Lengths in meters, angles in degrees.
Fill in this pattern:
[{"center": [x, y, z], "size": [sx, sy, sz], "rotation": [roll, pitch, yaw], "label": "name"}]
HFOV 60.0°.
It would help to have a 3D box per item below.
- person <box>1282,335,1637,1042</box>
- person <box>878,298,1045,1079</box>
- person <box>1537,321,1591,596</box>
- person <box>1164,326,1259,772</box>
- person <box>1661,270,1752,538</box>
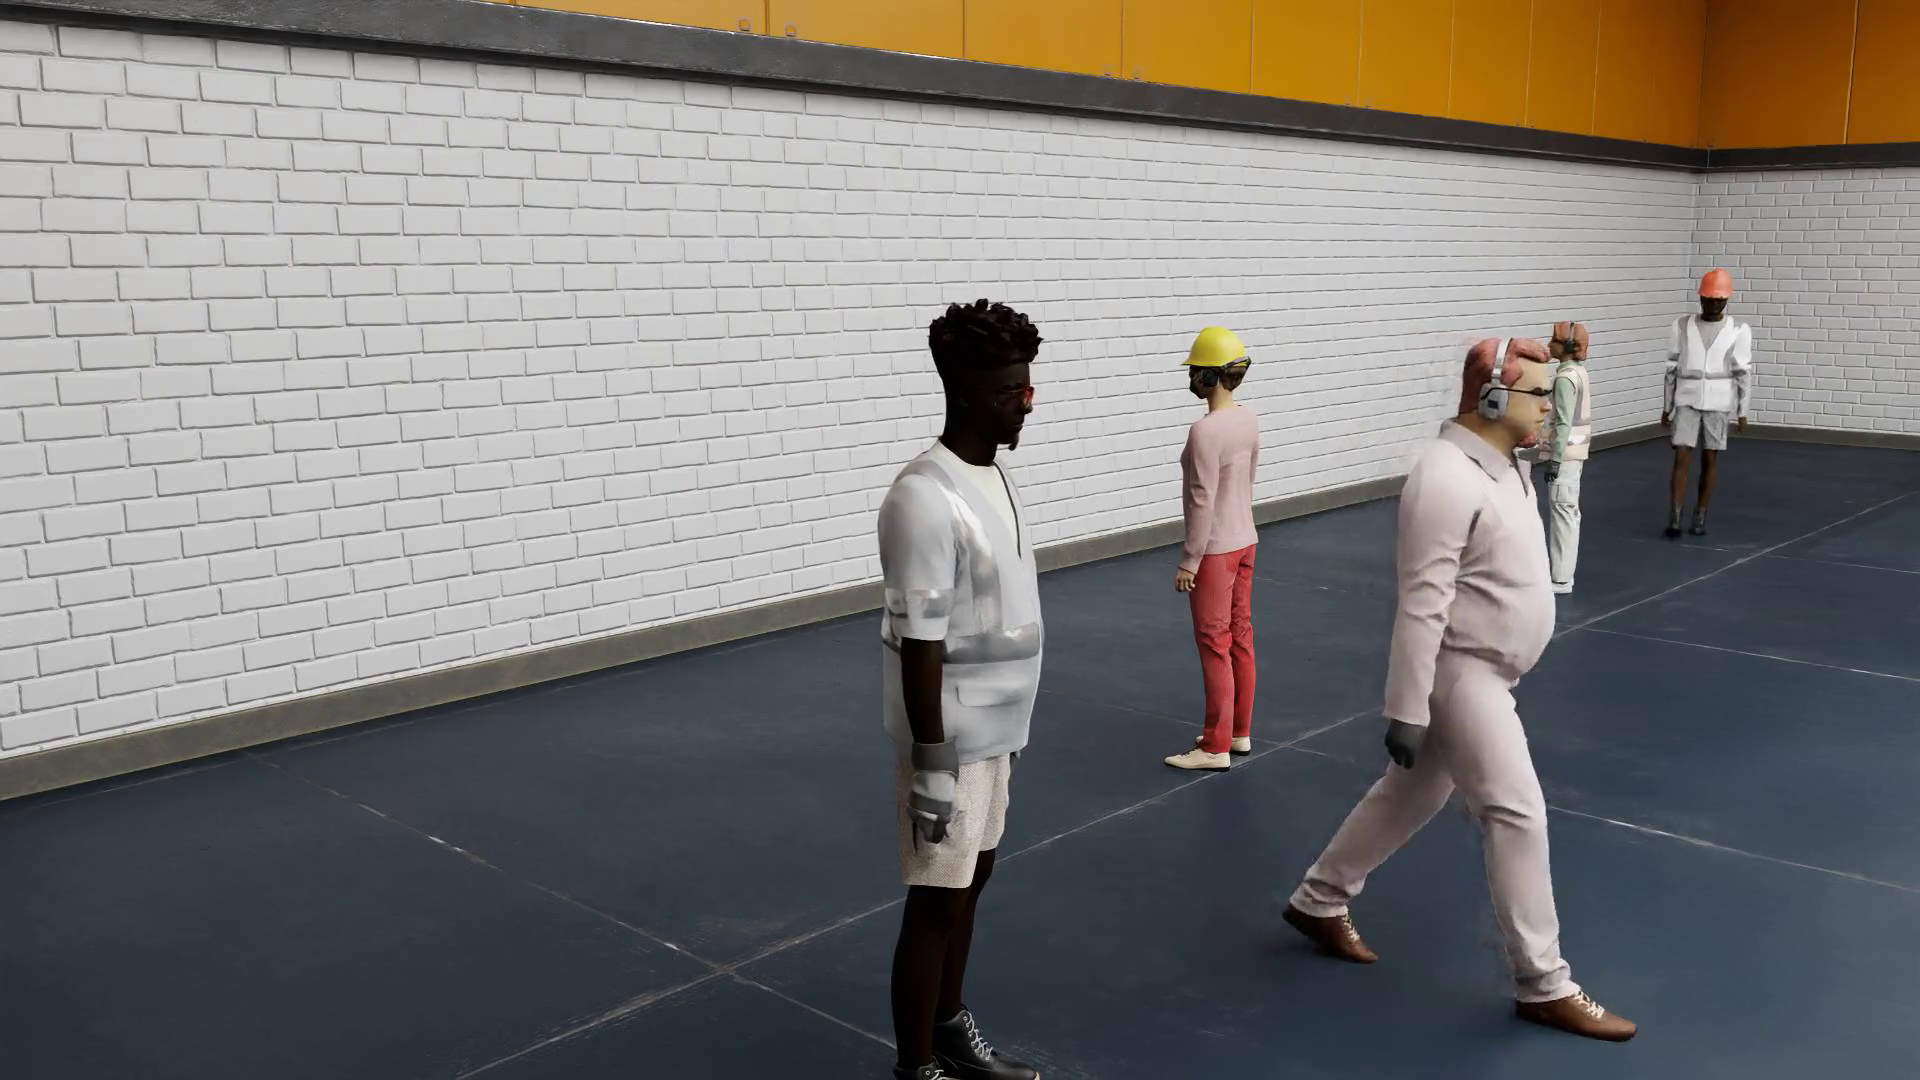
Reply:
[{"center": [1.352, 0.365, 4.563], "size": [0.994, 1.857, 0.651], "rotation": [5, 11, 27], "label": "person"}, {"center": [0.014, 0.429, 3.853], "size": [0.366, 1.962, 0.614], "rotation": [3, 10, 16], "label": "person"}, {"center": [3.618, -0.488, 9.987], "size": [0.307, 1.645, 0.518], "rotation": [5, 11, 26], "label": "person"}, {"center": [1.012, 0.040, 6.632], "size": [0.315, 1.769, 0.523], "rotation": [6, 12, 32], "label": "person"}, {"center": [5.301, -0.950, 11.838], "size": [0.570, 1.916, 0.708], "rotation": [5, 11, 25], "label": "person"}]
